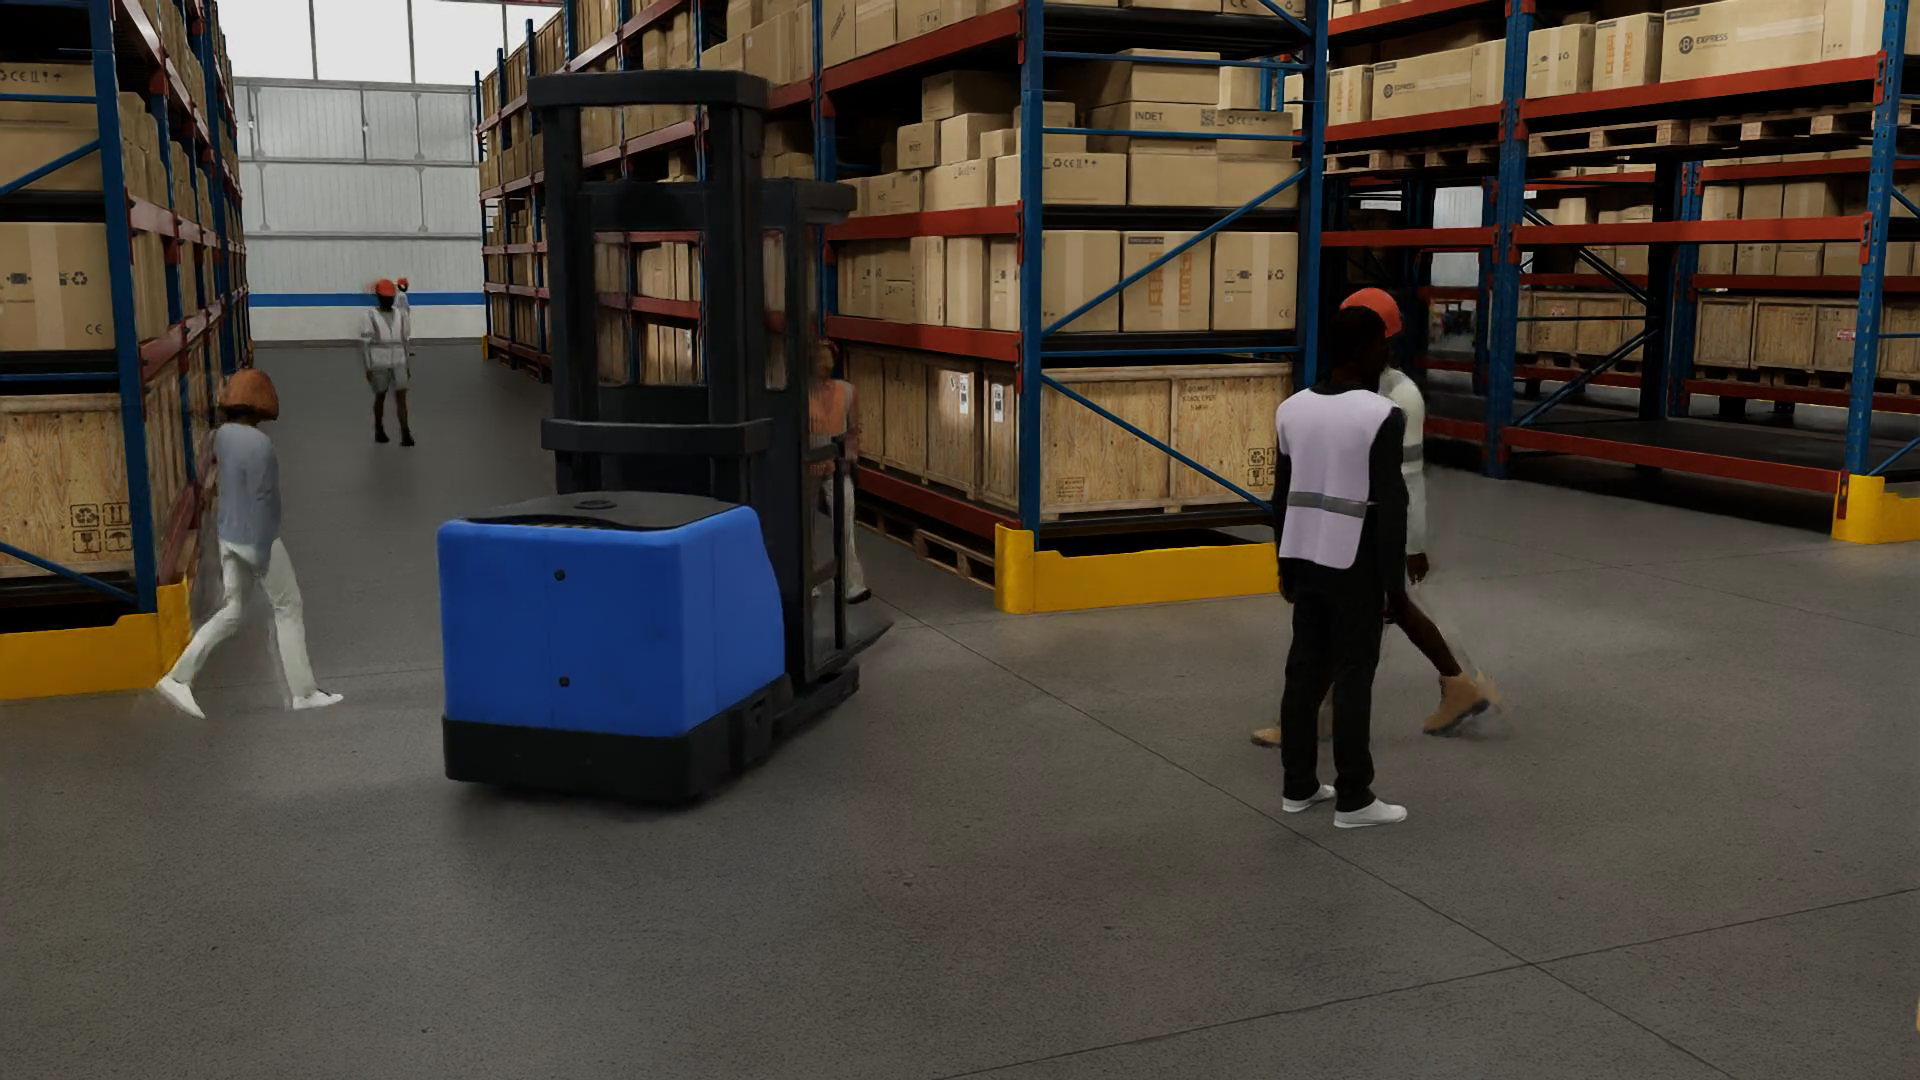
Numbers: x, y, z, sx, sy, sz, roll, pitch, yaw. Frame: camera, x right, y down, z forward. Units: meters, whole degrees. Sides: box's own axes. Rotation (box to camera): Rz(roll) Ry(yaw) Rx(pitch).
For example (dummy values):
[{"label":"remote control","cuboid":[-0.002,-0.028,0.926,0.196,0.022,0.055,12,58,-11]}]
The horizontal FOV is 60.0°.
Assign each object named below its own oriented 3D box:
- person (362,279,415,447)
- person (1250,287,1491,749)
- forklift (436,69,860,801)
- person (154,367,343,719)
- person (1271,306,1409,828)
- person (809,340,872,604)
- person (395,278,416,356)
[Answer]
[{"label":"person","cuboid":[-6.501,-2.010,18.877,0.569,1.889,1.007,-7,12,-36]},{"label":"person","cuboid":[1.824,-0.081,7.067,1.066,1.985,0.622,-1,10,-4]},{"label":"forklift","cuboid":[-1.275,-0.519,6.973,1.129,2.768,1.873,3,10,16]},{"label":"person","cuboid":[-3.296,0.017,7.574,0.499,1.608,0.702,7,12,38]},{"label":"person","cuboid":[1.392,0.101,6.149,0.398,1.915,0.588,-7,11,-34]},{"label":"person","cuboid":[-0.811,-0.399,10.049,0.543,1.593,0.854,-4,10,-23]},{"label":"person","cuboid":[-12.387,-4.938,36.851,0.533,1.736,0.577,-5,11,-29]}]
